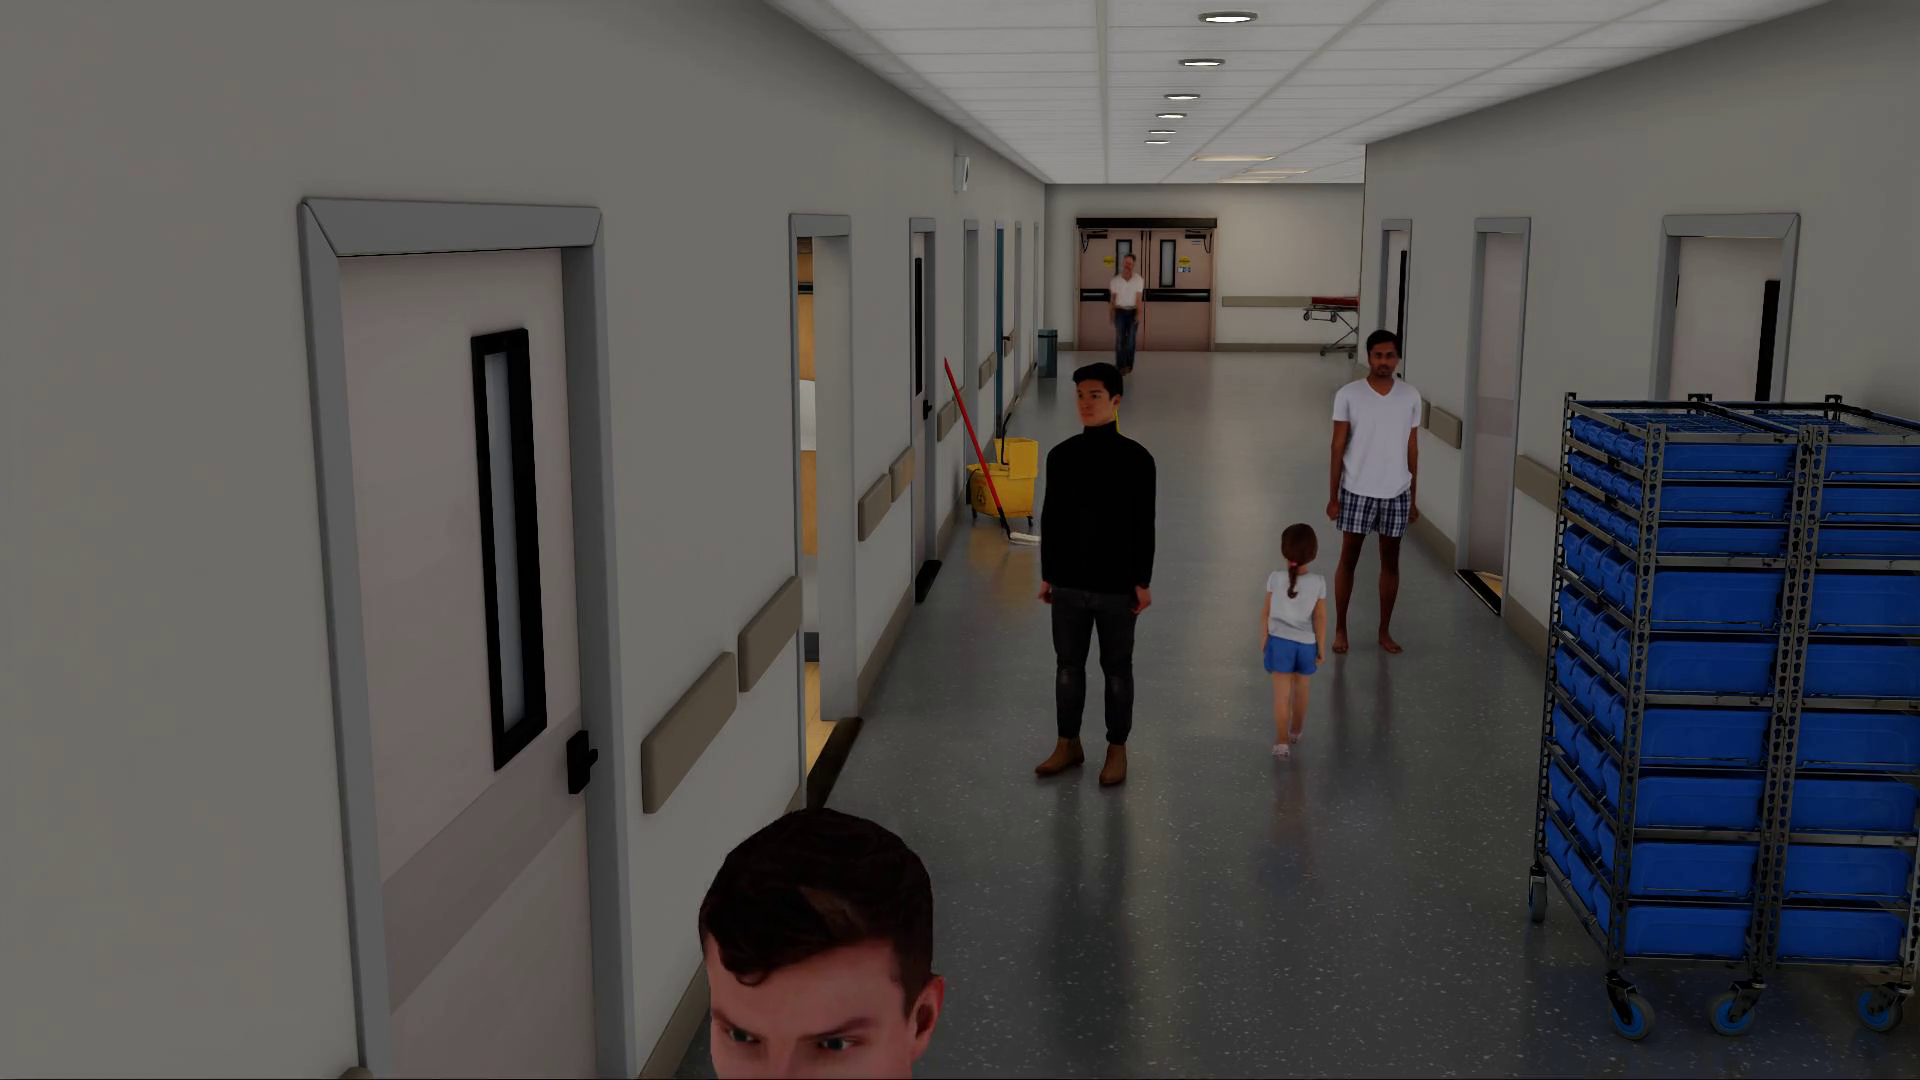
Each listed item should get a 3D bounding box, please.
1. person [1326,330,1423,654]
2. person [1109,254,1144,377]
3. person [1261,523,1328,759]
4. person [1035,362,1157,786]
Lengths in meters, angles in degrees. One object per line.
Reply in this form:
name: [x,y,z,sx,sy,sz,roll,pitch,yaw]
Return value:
person: [2.226,-0.266,8.916,0.663,1.730,0.553,0,11,-1]
person: [2.507,-3.360,25.040,0.792,1.798,1.207,4,11,20]
person: [1.415,0.447,7.107,0.420,1.002,0.699,1,11,6]
person: [0.560,0.129,6.848,0.721,1.723,0.690,6,12,29]
